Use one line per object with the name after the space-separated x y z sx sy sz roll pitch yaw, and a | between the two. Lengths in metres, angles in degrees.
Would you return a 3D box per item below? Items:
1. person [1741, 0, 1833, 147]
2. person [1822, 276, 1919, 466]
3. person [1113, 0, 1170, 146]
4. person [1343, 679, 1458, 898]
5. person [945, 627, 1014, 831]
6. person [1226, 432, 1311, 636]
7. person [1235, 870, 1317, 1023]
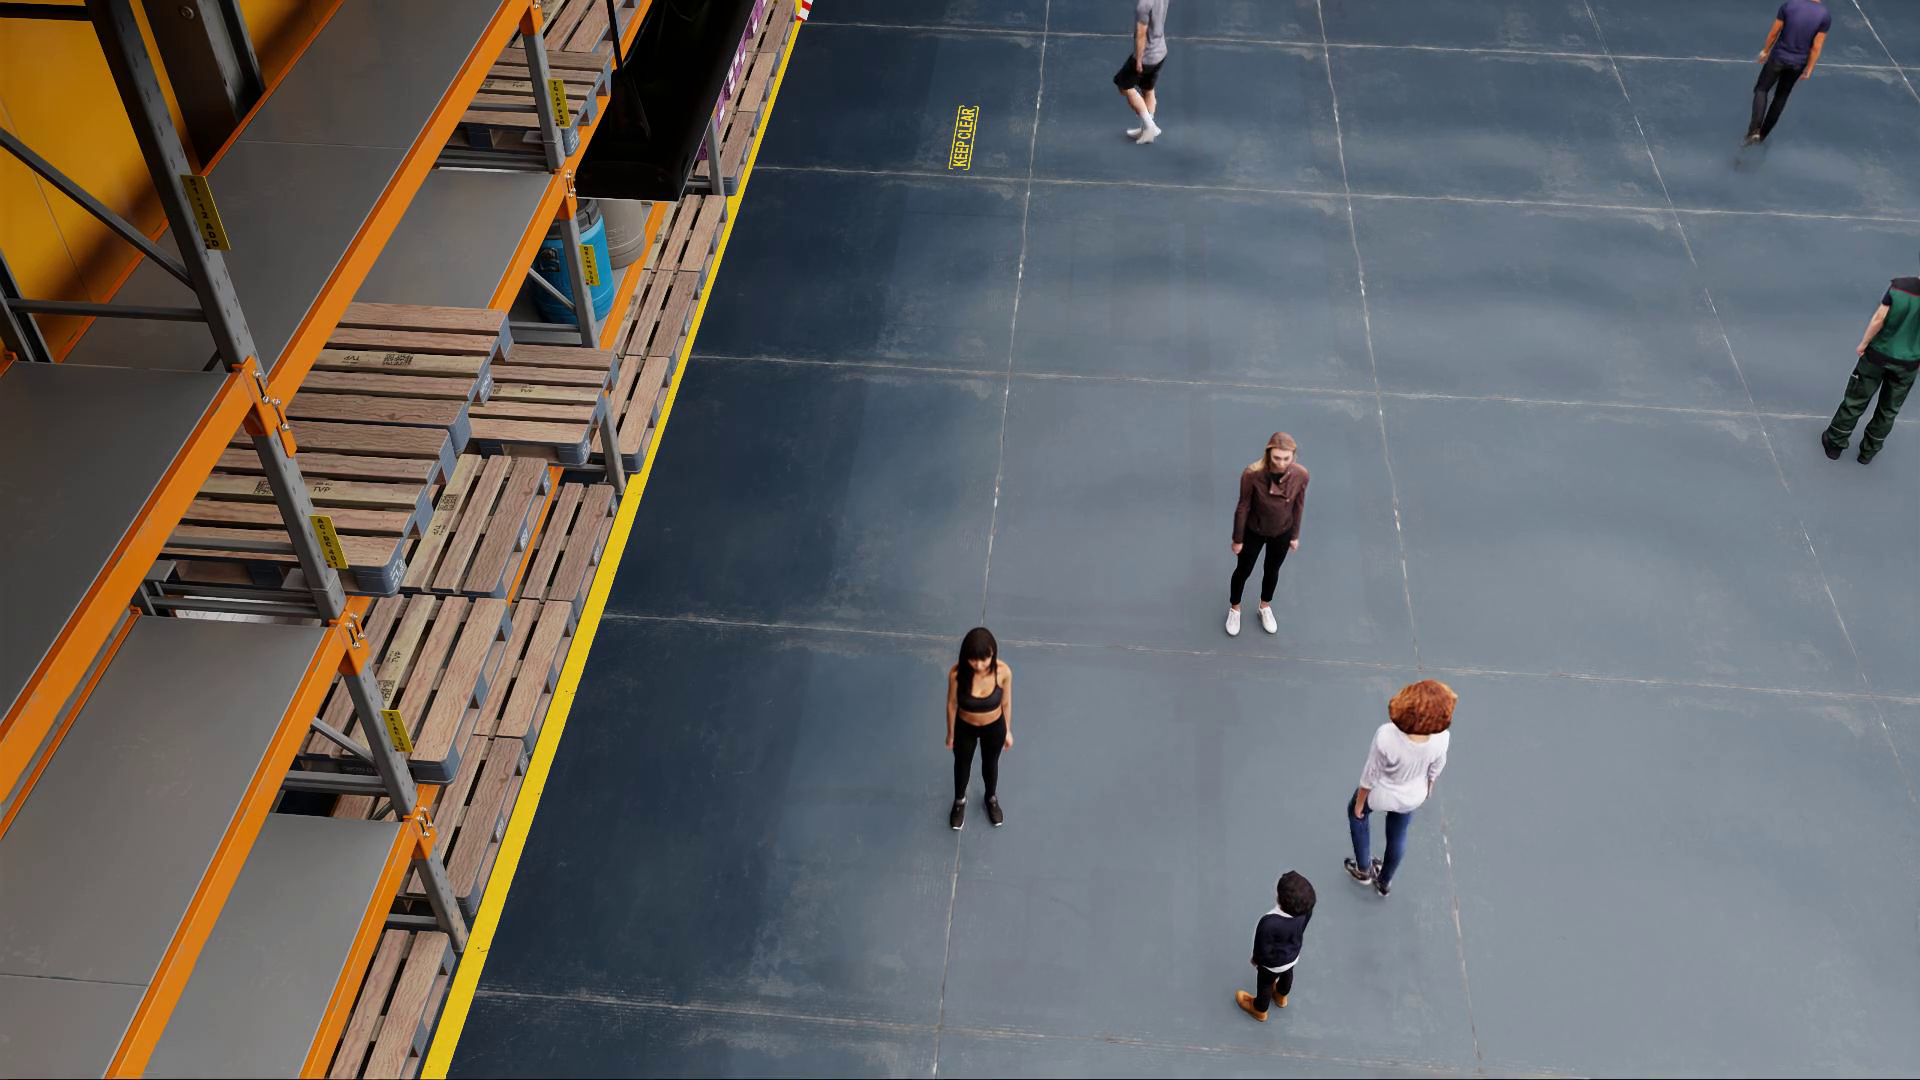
7.776 -4.488 15.667 0.826 1.779 0.996 17 46 17 | person
6.919 -1.376 12.311 0.721 1.901 0.658 13 45 14 | person
1.857 -4.570 15.698 0.891 1.856 0.830 28 50 26 | person
2.495 1.493 9.450 0.708 1.694 0.658 -4 44 -4 | person
0.112 1.102 9.898 0.588 1.643 0.537 -3 44 -3 | person
2.037 -0.055 11.067 0.635 1.704 0.541 -2 44 -3 | person
1.742 2.206 9.041 0.596 1.227 0.646 -24 49 -23 | person
